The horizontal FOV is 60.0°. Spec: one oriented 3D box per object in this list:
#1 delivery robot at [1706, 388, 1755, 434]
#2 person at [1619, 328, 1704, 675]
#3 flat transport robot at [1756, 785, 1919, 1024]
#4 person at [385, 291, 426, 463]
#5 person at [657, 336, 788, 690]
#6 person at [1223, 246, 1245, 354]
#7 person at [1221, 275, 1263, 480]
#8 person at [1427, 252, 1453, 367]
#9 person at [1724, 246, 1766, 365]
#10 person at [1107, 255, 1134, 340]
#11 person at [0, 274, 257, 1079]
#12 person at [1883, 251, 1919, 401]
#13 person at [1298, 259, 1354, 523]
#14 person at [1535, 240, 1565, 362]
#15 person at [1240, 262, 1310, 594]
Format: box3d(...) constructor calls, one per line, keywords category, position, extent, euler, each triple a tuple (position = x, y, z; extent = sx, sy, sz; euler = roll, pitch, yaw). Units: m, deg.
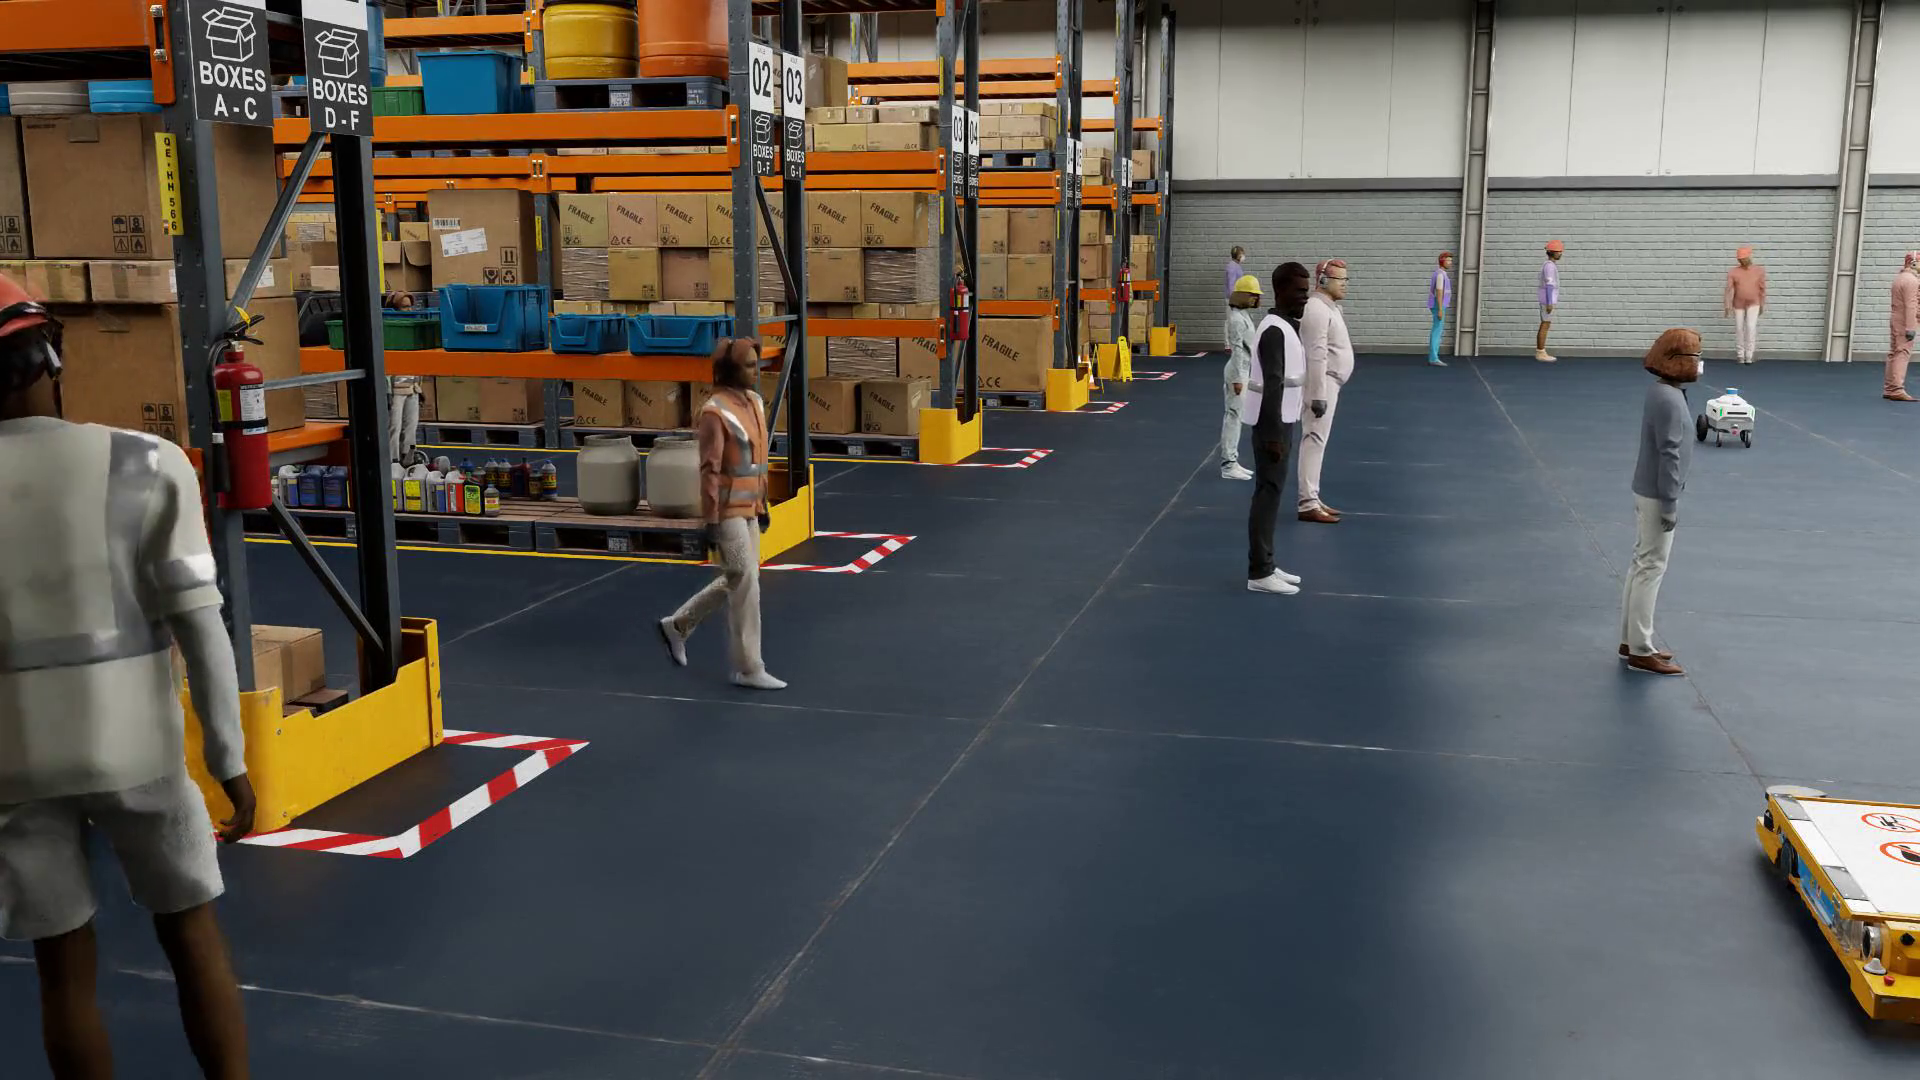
box3d(category="delivery robot", position=(7.713, -1.275, 16.657), extent=(0.477, 0.478, 0.707), euler=(2, 11, 14))
box3d(category="person", position=(3.344, -0.190, 7.918), extent=(0.279, 1.632, 0.502), euler=(3, 11, 16))
box3d(category="flat transport robot", position=(2.841, 1.041, 4.873), extent=(0.652, 0.197, 1.431), euler=(3, 11, 14))
box3d(category="person", position=(-4.493, -1.183, 13.401), extent=(0.315, 1.640, 0.515), euler=(3, 11, 16))
box3d(category="person", position=(-1.097, -0.129, 7.612), extent=(0.629, 1.617, 0.522), euler=(3, 11, 15))
box3d(category="person", position=(4.924, -4.304, 29.870), extent=(0.371, 1.939, 0.629), euler=(3, 11, 16))
box3d(category="person", position=(2.427, -1.398, 14.314), extent=(0.318, 1.740, 0.488), euler=(3, 11, 16))
box3d(category="person", position=(7.782, -3.743, 27.029), extent=(0.389, 1.841, 0.564), euler=(3, 11, 16))
box3d(category="person", position=(12.896, -3.848, 27.353), extent=(0.618, 1.932, 0.898), euler=(5, 11, 25))
box3d(category="person", position=(2.644, -3.816, 27.442), extent=(0.430, 1.840, 0.625), euler=(3, 11, 16))
box3d(category="person", position=(-1.798, 0.445, 3.402), extent=(0.694, 1.993, 0.520), euler=(-4, 11, -23))
box3d(category="person", position=(12.085, -2.726, 21.214), extent=(0.399, 1.908, 0.643), euler=(3, 11, 16))
box3d(category="person", position=(2.663, -1.086, 12.135), extent=(0.399, 1.905, 0.643), euler=(3, 11, 16))
box3d(category="person", position=(9.951, -4.027, 28.042), extent=(0.397, 2.043, 0.610), euler=(3, 11, 16))
box3d(category="person", position=(1.840, -0.656, 9.719), extent=(0.391, 1.916, 0.590), euler=(3, 11, 16))
